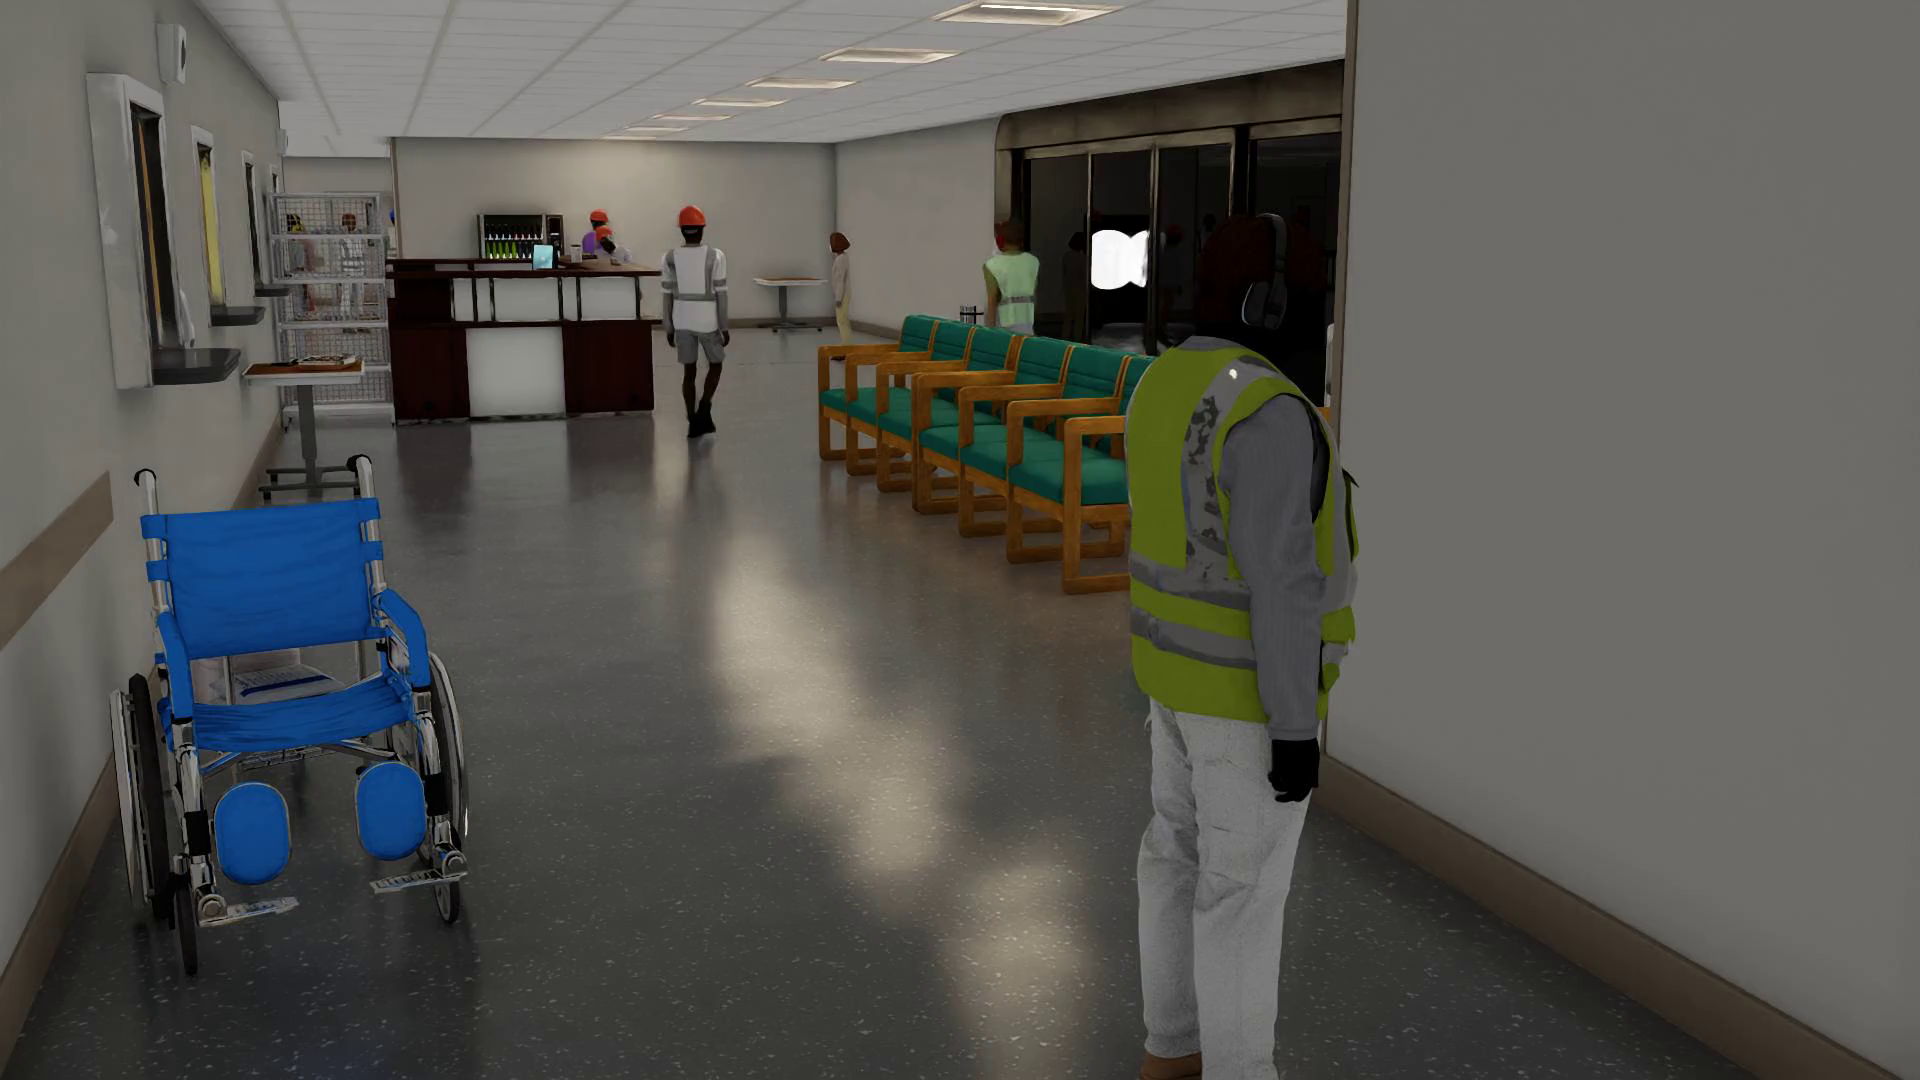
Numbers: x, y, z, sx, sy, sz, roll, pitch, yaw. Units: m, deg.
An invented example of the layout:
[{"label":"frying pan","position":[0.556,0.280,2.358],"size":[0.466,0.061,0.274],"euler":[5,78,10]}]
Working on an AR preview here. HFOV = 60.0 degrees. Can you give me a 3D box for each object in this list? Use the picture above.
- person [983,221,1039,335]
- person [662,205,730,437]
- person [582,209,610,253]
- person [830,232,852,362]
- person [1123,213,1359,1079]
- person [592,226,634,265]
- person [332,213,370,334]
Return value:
[{"label":"person","position":[0.443,-1.869,14.483],"size":[0.573,1.795,0.987],"euler":[-6,12,-27]},{"label":"person","position":[-2.187,-1.805,13.821],"size":[0.561,1.918,0.402],"euler":[1,11,6]},{"label":"person","position":[-5.342,-3.930,24.677],"size":[0.551,1.935,0.372],"euler":[10,15,43]},{"label":"person","position":[-1.519,-3.095,21.208],"size":[0.285,1.627,0.504],"euler":[0,11,2]},{"label":"person","position":[0.551,0.292,3.275],"size":[0.429,1.838,0.622],"euler":[-3,11,-16]},{"label":"person","position":[-4.599,-3.361,22.358],"size":[0.687,1.703,0.408],"euler":[0,11,-2]},{"label":"person","position":[-9.544,-4.173,26.094],"size":[0.351,1.878,0.568],"euler":[7,13,31]}]
